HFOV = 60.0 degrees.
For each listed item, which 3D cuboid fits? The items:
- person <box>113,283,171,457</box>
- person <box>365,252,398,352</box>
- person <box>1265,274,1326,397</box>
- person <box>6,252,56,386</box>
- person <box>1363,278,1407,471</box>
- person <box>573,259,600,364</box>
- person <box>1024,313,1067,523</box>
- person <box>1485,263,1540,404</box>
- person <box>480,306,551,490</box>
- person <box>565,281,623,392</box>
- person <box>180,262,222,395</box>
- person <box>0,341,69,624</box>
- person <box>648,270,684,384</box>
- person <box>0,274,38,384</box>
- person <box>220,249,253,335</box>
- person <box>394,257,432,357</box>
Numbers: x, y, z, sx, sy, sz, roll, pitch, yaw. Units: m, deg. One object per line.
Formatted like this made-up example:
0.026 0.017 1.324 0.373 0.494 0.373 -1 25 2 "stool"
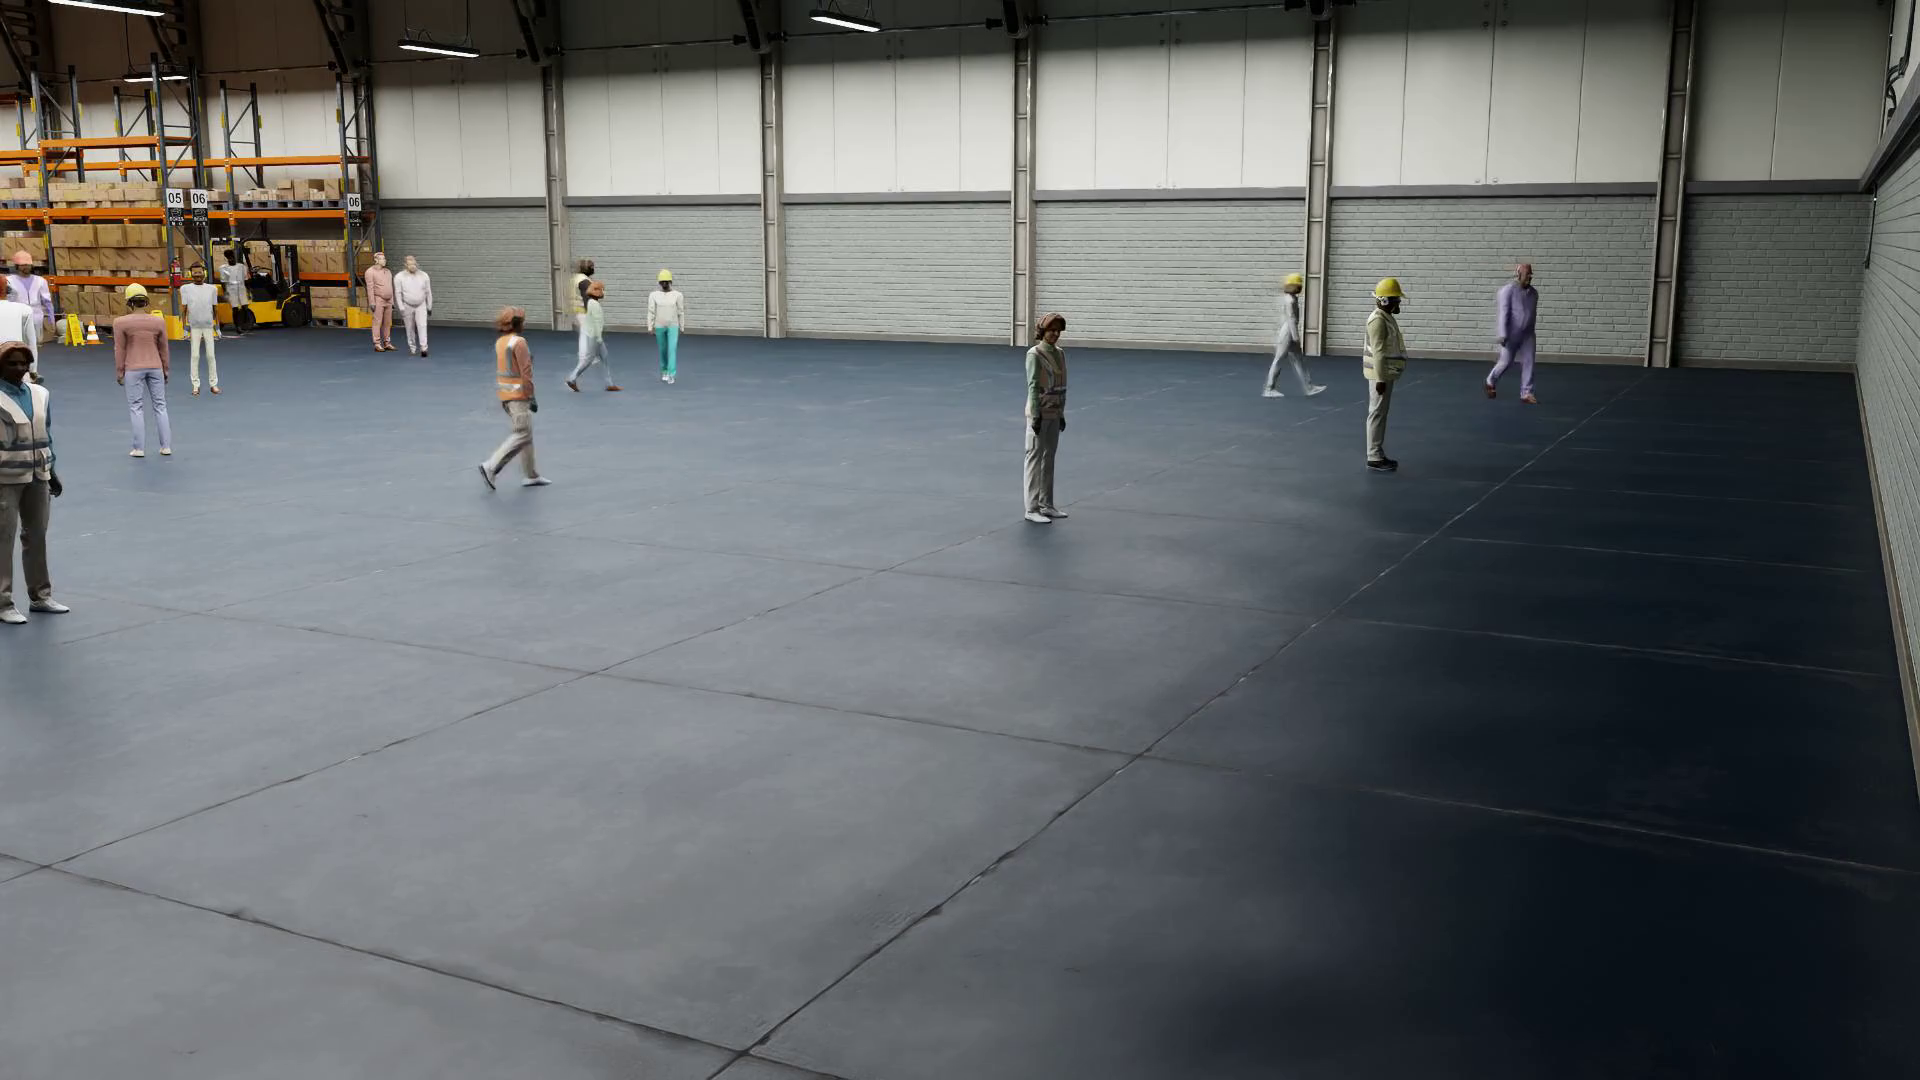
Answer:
-8.306 -1.721 16.906 0.340 1.757 0.518 10 14 43 "person"
-11.194 -4.609 32.230 0.410 1.913 0.643 4 11 22 "person"
4.662 -2.822 23.035 0.875 1.696 0.513 3 11 15 "person"
-13.735 -3.250 24.595 0.637 1.987 1.027 -10 14 -43 "person"
4.074 -1.586 15.959 0.403 1.833 0.590 4 11 19 "person"
-6.448 -3.965 28.953 0.540 1.822 0.664 -3 11 -16 "person"
0.677 -0.961 13.086 0.314 1.637 0.514 6 12 30 "person"
7.516 -2.803 22.488 0.645 1.883 0.866 -4 11 -19 "person"
-3.942 -1.246 14.670 0.656 1.619 0.542 -7 12 -33 "person"
-5.282 -2.905 23.800 0.783 1.598 0.529 -3 11 -14 "person"
-10.714 -2.987 23.498 0.513 1.872 0.328 -7 12 -33 "person"
-5.486 -0.341 9.705 0.311 1.636 0.521 3 11 18 "person"
-4.490 -3.266 25.458 0.538 1.729 0.922 -1 10 -4 "person"
-9.313 -1.664 16.254 0.357 1.881 0.574 8 13 36 "person"
-16.131 -5.527 37.206 0.688 1.921 0.770 -8 13 -38 "person"
-10.115 -4.318 30.846 0.650 1.844 1.000 -4 11 -20 "person"
